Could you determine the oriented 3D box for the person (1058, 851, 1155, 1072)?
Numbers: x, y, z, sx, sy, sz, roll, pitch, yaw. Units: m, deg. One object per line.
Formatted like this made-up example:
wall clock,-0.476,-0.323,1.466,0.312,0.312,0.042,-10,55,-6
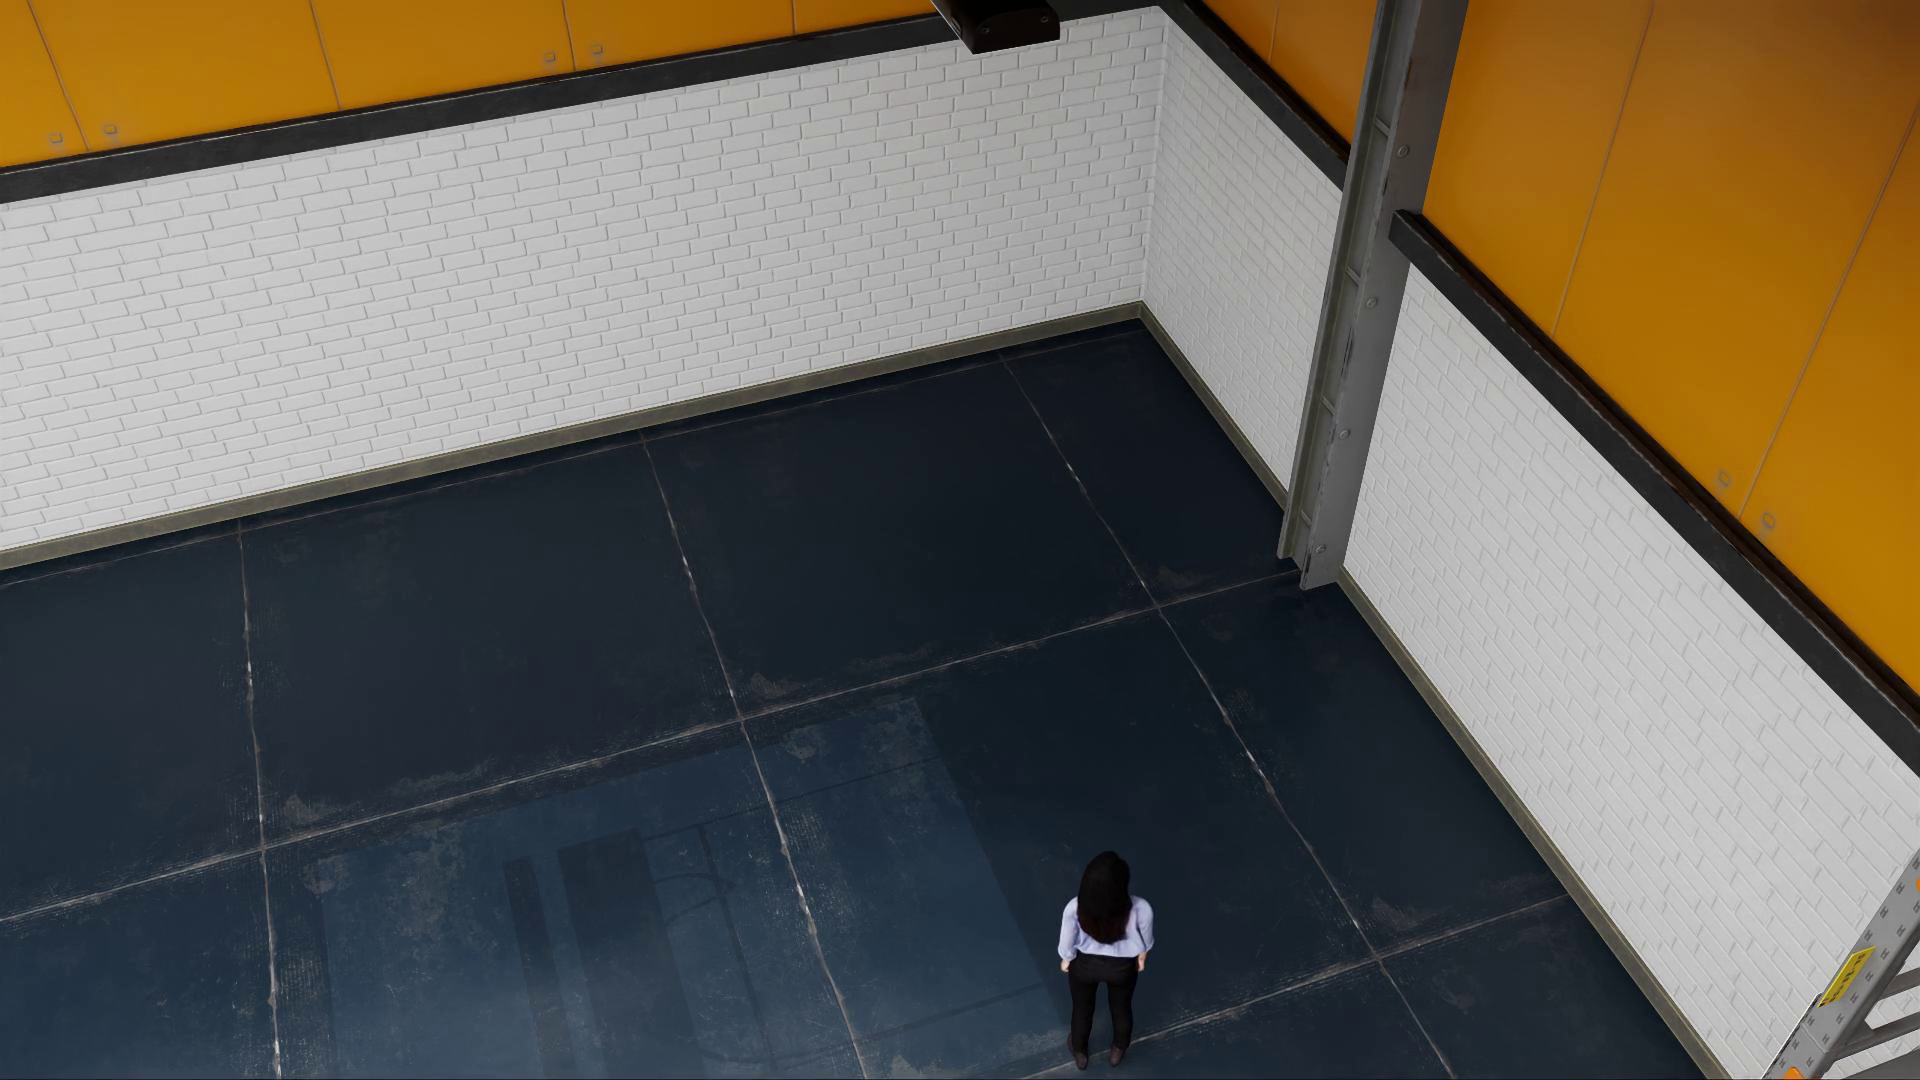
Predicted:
person,0.735,2.191,8.557,0.712,1.745,0.671,0,44,0
